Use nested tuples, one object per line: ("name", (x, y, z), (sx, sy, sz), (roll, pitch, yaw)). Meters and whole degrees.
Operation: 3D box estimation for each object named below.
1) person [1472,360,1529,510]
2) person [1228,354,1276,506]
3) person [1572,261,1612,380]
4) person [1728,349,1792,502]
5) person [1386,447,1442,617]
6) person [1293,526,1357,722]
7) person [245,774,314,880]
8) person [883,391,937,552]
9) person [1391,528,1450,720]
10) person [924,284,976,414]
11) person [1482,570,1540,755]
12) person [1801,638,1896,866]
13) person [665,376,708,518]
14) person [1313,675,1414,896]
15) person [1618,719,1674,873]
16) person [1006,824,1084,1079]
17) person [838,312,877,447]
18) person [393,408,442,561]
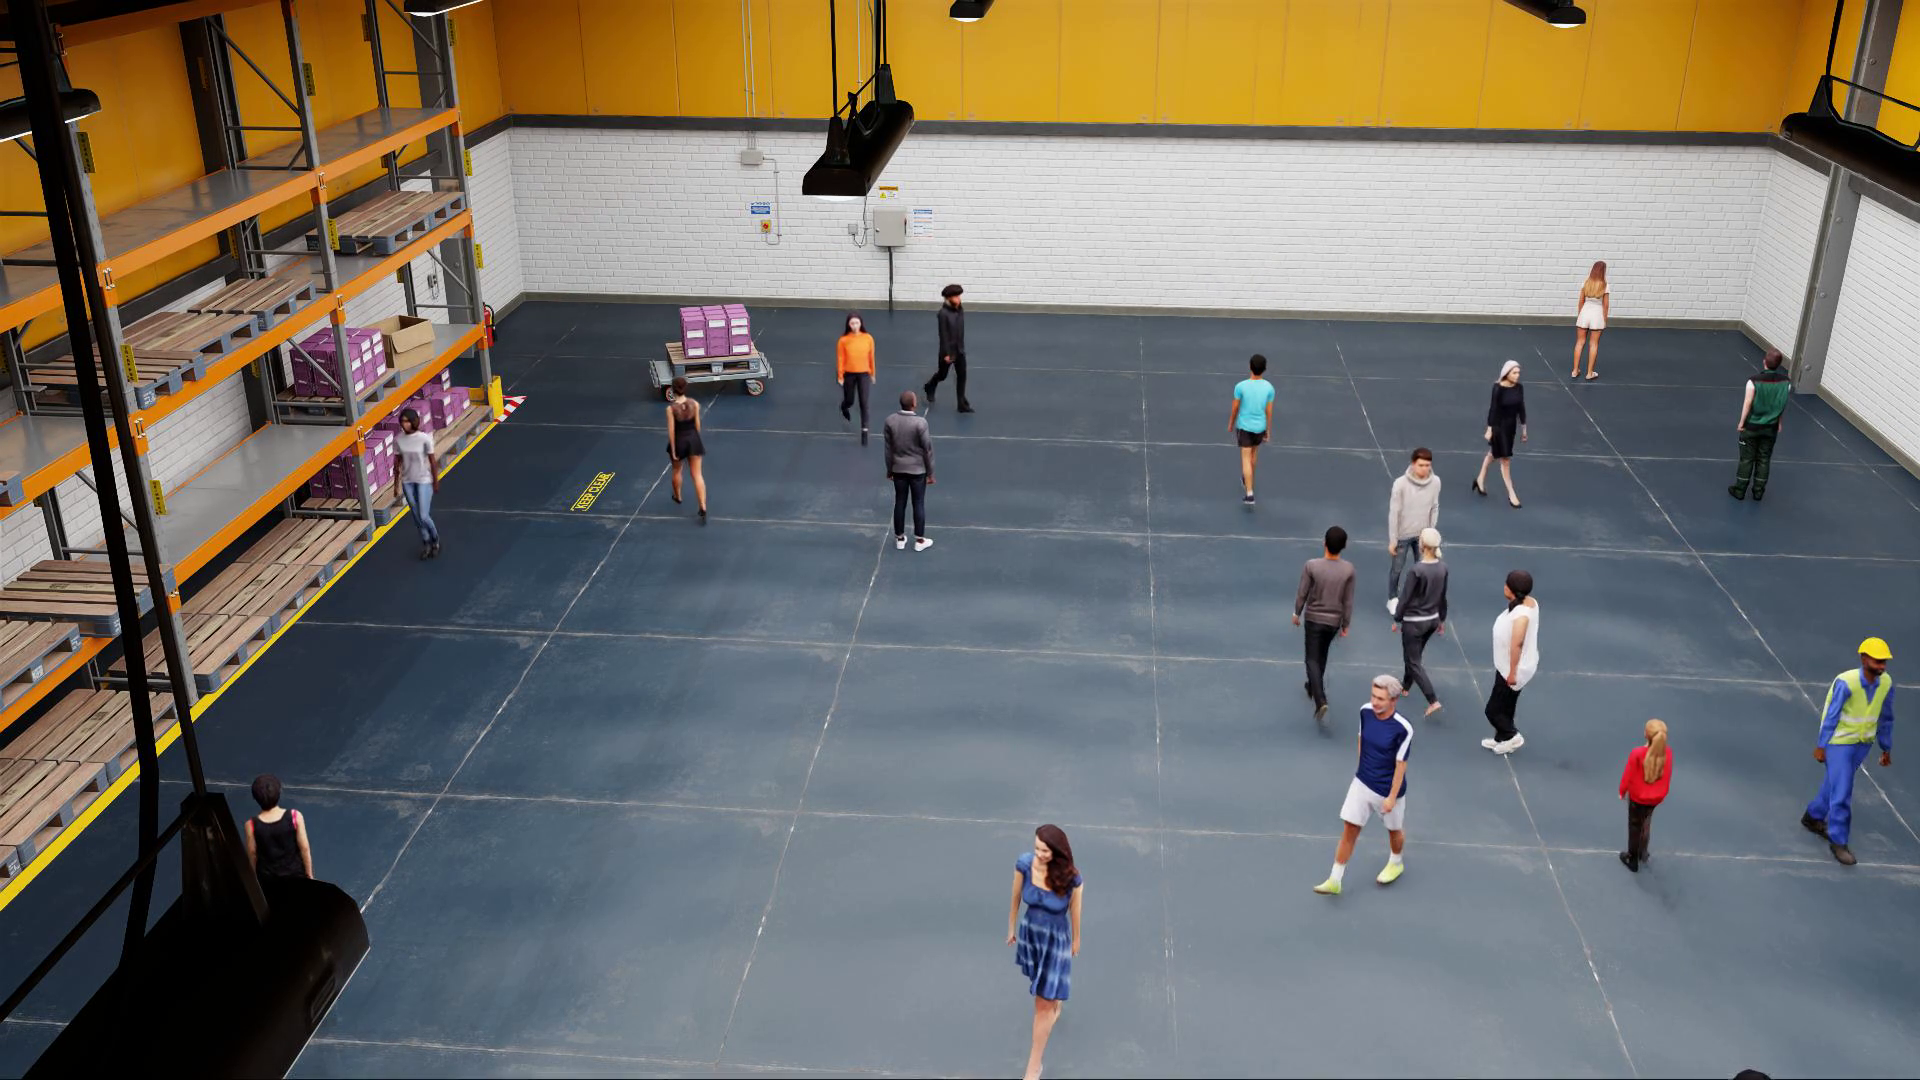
("person", (6.292, -1.280, 19.462), (0.934, 1.713, 1.151), (-11, 26, -23))
("person", (3.397, -1.243, 19.356), (0.734, 1.731, 1.186), (-1, 24, -2))
("person", (9.020, -3.156, 23.777), (0.661, 1.696, 0.690), (16, 29, 33))
("person", (9.381, -1.359, 19.483), (0.626, 1.843, 0.566), (2, 24, 5))
("person", (4.474, -0.099, 16.613), (0.749, 1.832, 0.837), (-1, 24, -3))
("person", (3.229, 0.762, 14.762), (0.733, 1.737, 1.111), (0, 24, 0))
("person", (-4.638, 2.341, 11.408), (0.835, 1.530, 0.955), (-14, 27, -29))
("person", (-0.558, -0.752, 18.126), (0.775, 1.817, 0.688), (8, 25, 18))
("person", (4.151, 0.752, 14.831), (0.966, 1.701, 1.132), (-14, 27, -28))
("person", (-0.171, -2.580, 22.382), (1.074, 1.757, 1.126), (-20, 30, -38))
("person", (4.759, 1.069, 14.136), (0.843, 1.675, 0.712), (11, 26, 23))
("person", (6.848, 1.534, 12.925), (0.873, 1.795, 1.034), (-6, 24, -14))
("person", (-3.099, -1.040, 19.013), (0.930, 1.634, 1.182), (-10, 26, -22))
("person", (3.173, 1.796, 12.332), (1.180, 1.789, 1.102), (-21, 31, -39))
("person", (5.218, 1.958, 12.599), (0.539, 1.278, 0.551), (-2, 24, -4))
("person", (0.561, 2.564, 10.602), (0.945, 1.767, 1.204), (14, 27, 28))
("person", (-1.352, -2.112, 21.358), (0.849, 1.720, 1.122), (-7, 24, -15))
("person", (-5.829, -0.626, 17.974), (0.607, 1.707, 0.622), (4, 24, 9))
